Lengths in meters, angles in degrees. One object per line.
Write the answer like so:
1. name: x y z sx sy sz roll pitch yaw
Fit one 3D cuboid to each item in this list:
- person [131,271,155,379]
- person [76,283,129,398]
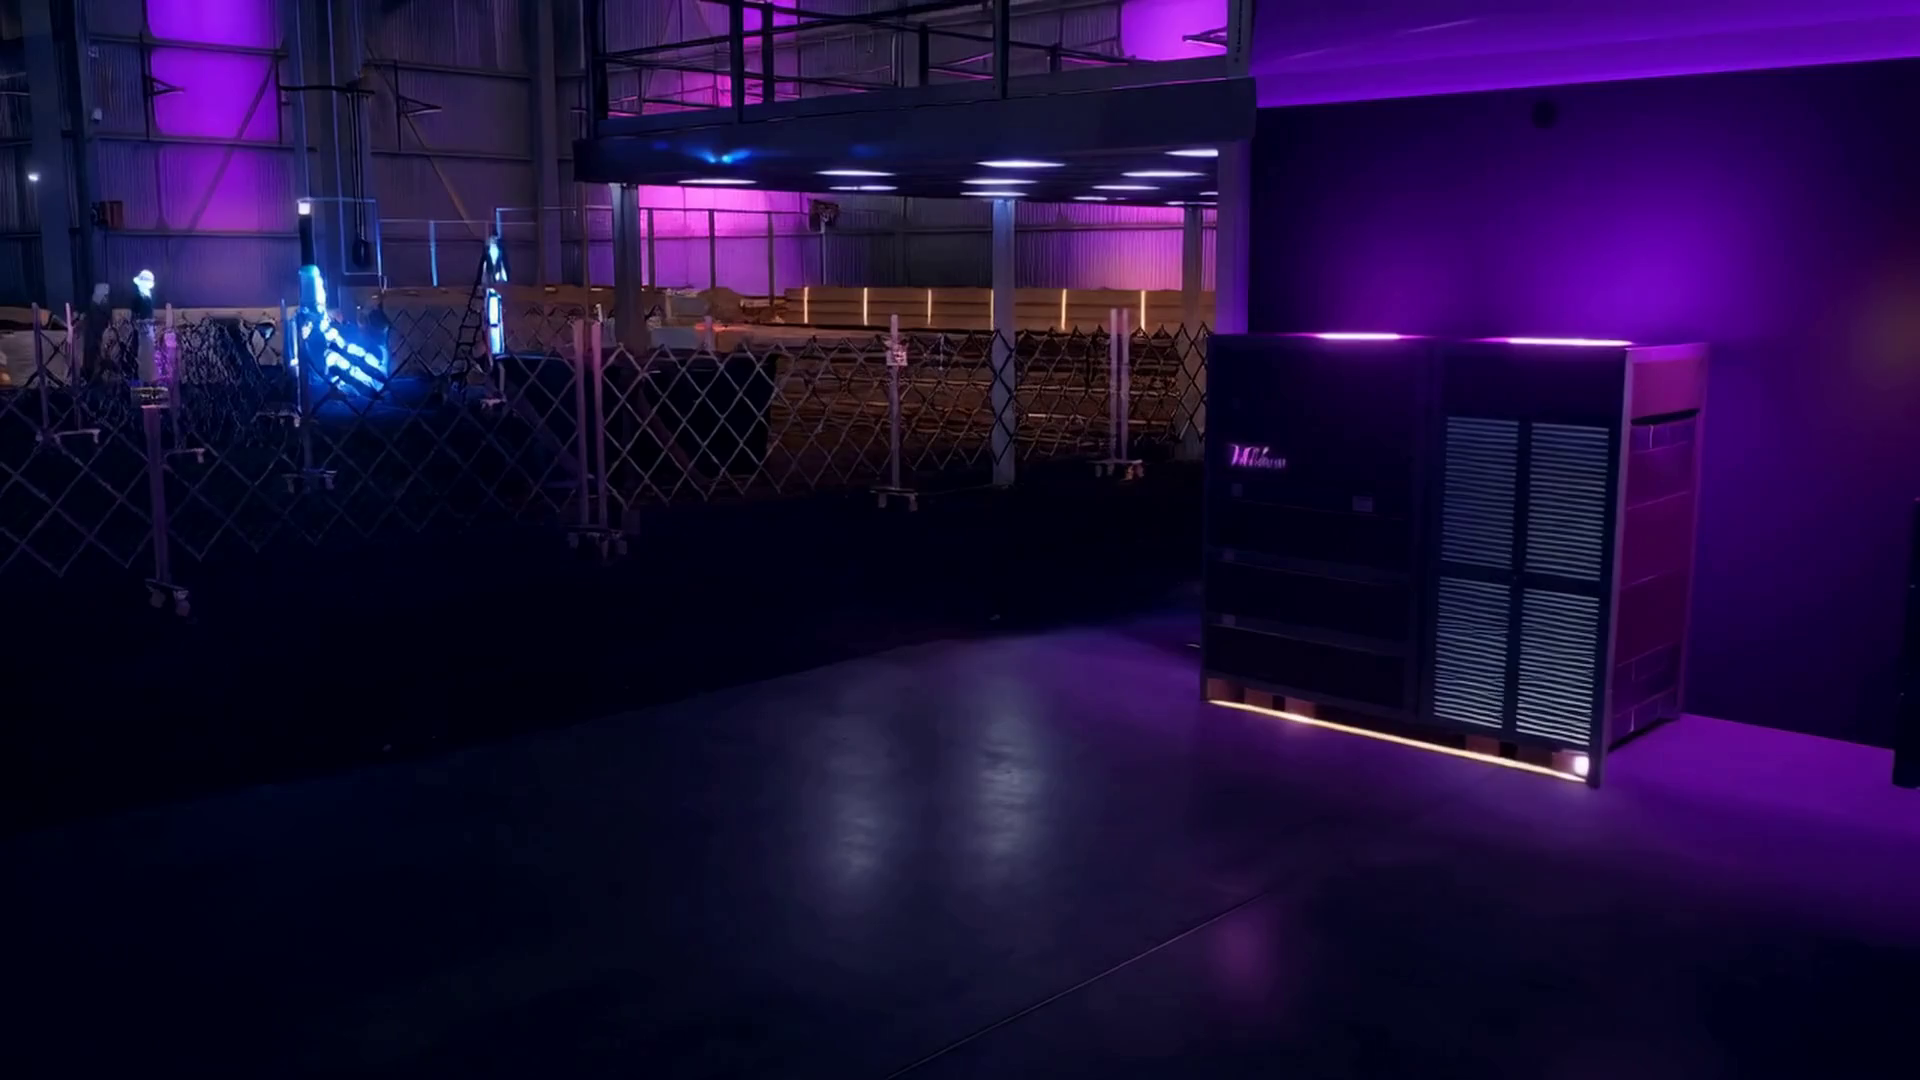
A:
1. person: -13.477 -3.424 27.531 0.400 2.040 0.610 -3 10 -18
2. person: -13.892 -3.193 26.720 1.008 1.843 0.704 1 9 9
